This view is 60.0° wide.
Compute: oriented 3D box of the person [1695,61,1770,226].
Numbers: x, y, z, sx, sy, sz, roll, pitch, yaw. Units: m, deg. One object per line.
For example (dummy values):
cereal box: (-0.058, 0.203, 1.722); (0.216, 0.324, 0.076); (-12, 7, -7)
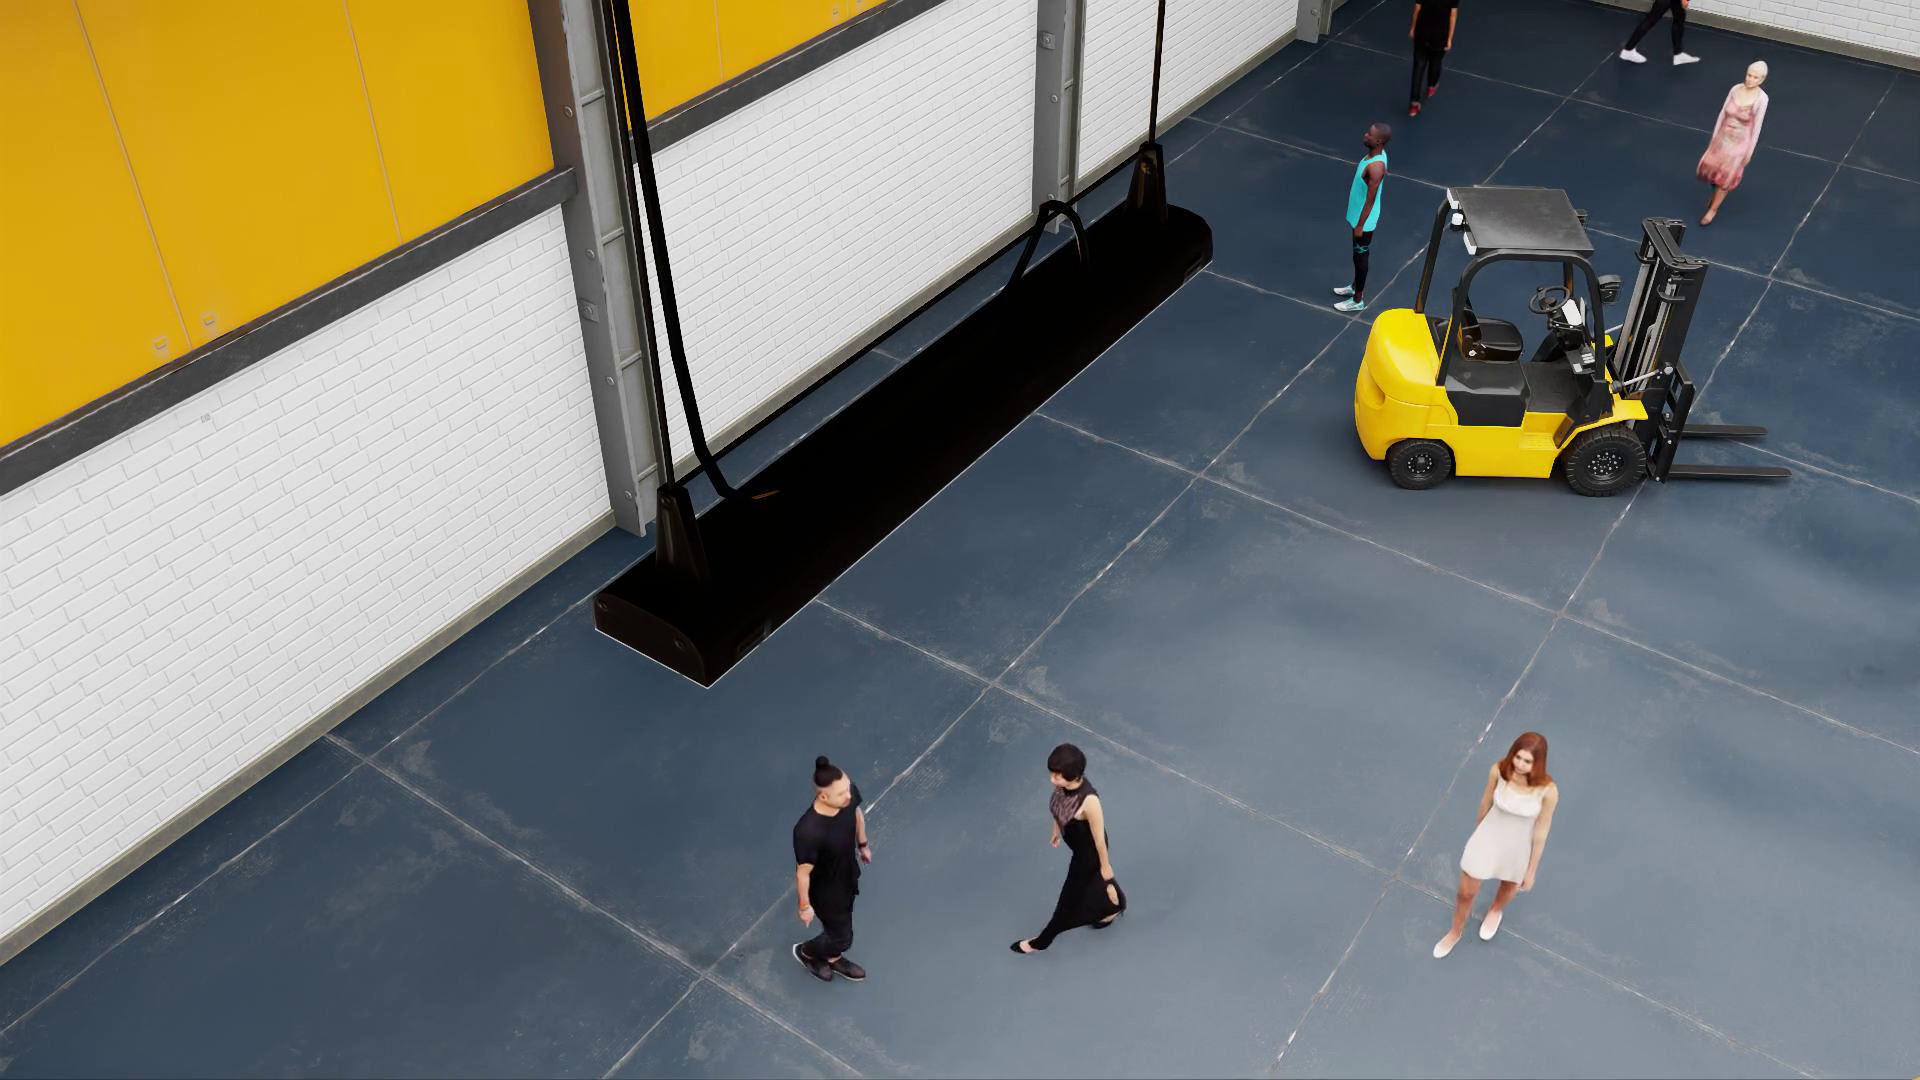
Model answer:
person: (7.698, -3.960, 16.503); (0.771, 1.682, 0.708); (-29, 47, -31)

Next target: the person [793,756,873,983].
person: (-0.789, 1.802, 9.149); (0.842, 1.855, 0.688); (14, 41, 17)

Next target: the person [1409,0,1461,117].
person: (5.218, -5.561, 18.478); (0.820, 1.719, 1.149); (14, 41, 17)

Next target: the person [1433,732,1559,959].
person: (3.153, 1.662, 9.458); (0.571, 1.689, 0.788); (22, 43, 25)

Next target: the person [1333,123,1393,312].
person: (3.688, -2.942, 15.124); (0.735, 1.811, 0.583); (8, 39, 10)

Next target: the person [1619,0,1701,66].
person: (8.267, -6.488, 19.514); (0.866, 1.874, 1.110); (13, 40, 16)

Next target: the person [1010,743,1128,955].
person: (0.786, 1.730, 9.484); (1.119, 1.549, 0.976); (-16, 41, -19)
